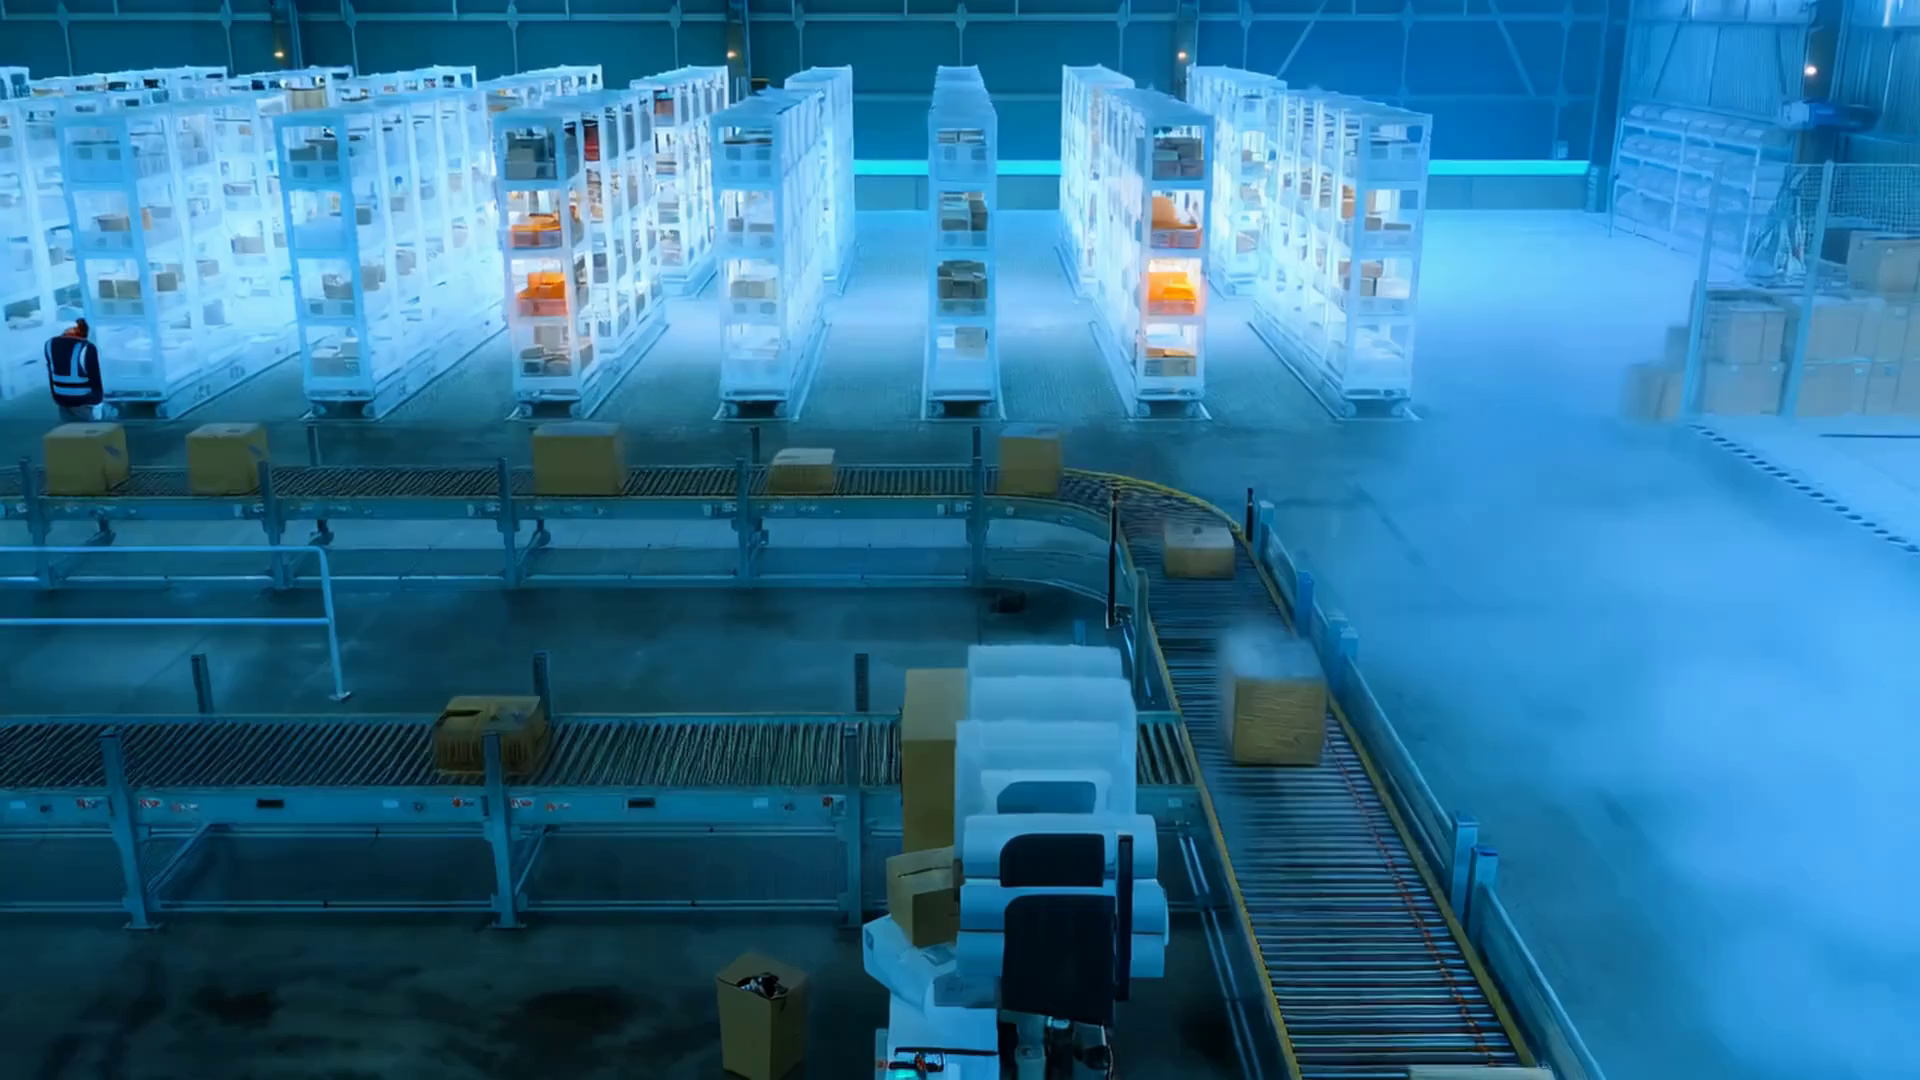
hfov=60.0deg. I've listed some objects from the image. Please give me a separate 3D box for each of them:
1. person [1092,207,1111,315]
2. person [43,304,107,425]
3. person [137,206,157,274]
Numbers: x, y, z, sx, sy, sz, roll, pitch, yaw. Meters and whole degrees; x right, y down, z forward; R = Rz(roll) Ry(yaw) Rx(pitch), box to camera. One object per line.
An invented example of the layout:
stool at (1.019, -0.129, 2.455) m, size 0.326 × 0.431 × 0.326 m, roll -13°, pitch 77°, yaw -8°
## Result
person at (2.350, -4.483, 26.483) m, size 0.563 × 1.837 × 0.382 m, roll 8°, pitch 20°, yaw 23°
person at (-8.976, -1.436, 16.949) m, size 0.623 × 1.935 × 0.436 m, roll 7°, pitch 19°, yaw 20°
person at (-13.267, -4.602, 26.923) m, size 0.928 × 1.781 × 0.604 m, roll -3°, pitch 18°, yaw -10°
